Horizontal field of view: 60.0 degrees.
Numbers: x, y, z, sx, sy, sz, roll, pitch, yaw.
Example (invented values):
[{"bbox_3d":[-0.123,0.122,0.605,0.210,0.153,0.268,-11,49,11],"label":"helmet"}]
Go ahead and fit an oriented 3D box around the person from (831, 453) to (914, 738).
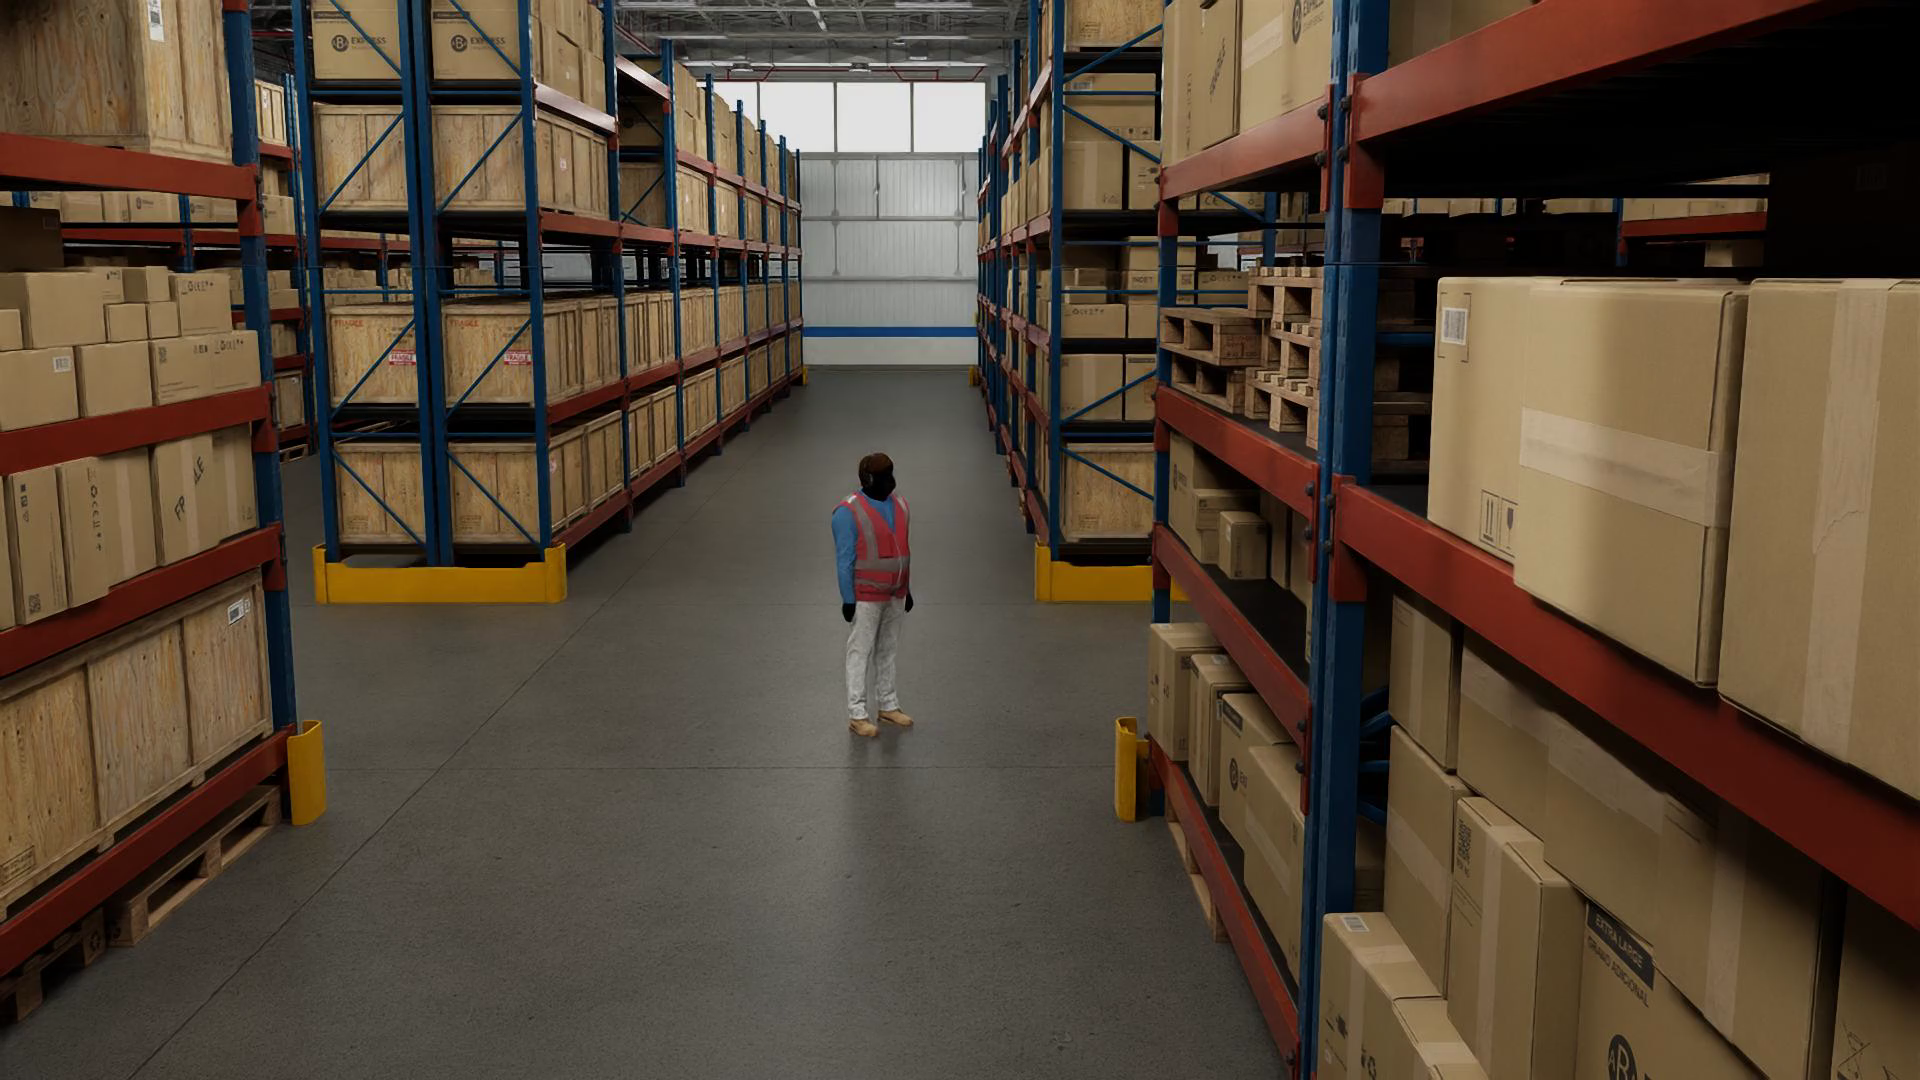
[{"bbox_3d":[-0.539,0.349,10.888,0.429,1.846,0.632,8,12,41],"label":"person"}]
